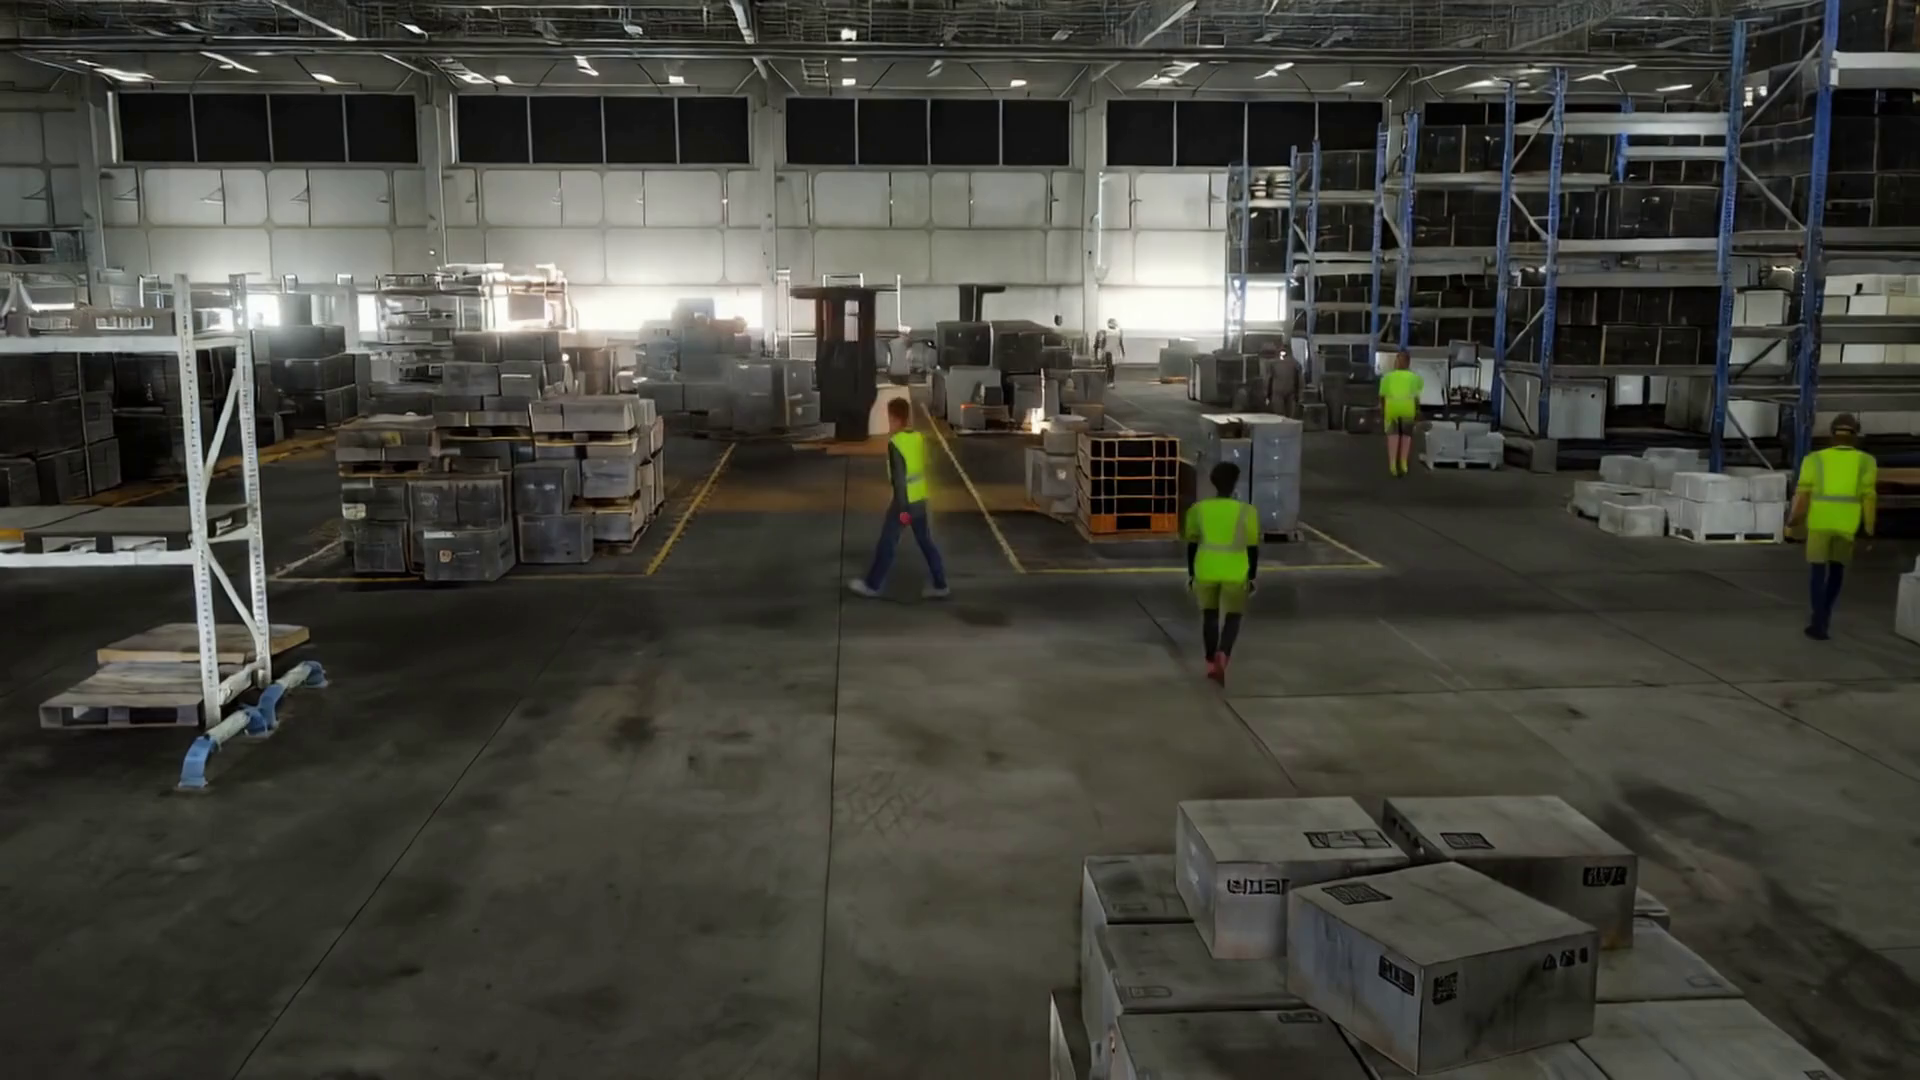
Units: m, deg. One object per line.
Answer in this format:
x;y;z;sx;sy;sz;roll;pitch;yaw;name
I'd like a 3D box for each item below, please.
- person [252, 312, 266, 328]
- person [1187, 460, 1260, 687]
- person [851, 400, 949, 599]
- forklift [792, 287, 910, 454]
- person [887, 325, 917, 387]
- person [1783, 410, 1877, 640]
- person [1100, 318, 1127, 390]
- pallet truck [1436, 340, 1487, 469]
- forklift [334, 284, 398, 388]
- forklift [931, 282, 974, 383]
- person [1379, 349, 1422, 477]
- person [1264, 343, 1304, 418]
-20.383;-5.671;48.577;0.547;1.942;0.351;3;9;18;person
1.918;0.250;12.250;0.540;1.678;0.702;3;10;20;person
-0.531;-0.375;15.584;1.024;1.866;0.590;5;10;29;person
-1.833;-2.958;28.601;1.129;2.768;1.873;8;12;41;forklift
-1.219;-3.619;35.604;0.614;1.964;0.750;2;9;15;person
7.273;-0.133;13.919;0.680;1.898;0.652;3;10;19;person
4.059;-4.900;43.899;0.656;1.893;0.985;-3;9;-16;person
8.004;-2.170;26.422;0.823;1.965;1.885;2;9;14;pallet truck
-14.119;-4.536;38.510;1.873;2.768;1.129;-1;9;-4;forklift
0.172;-5.571;45.011;1.873;2.768;1.129;-1;9;-4;forklift
6.630;-1.913;25.073;0.619;1.920;0.994;3;9;17;person
5.631;-2.489;28.907;0.643;1.877;0.978;-1;9;-6;person
